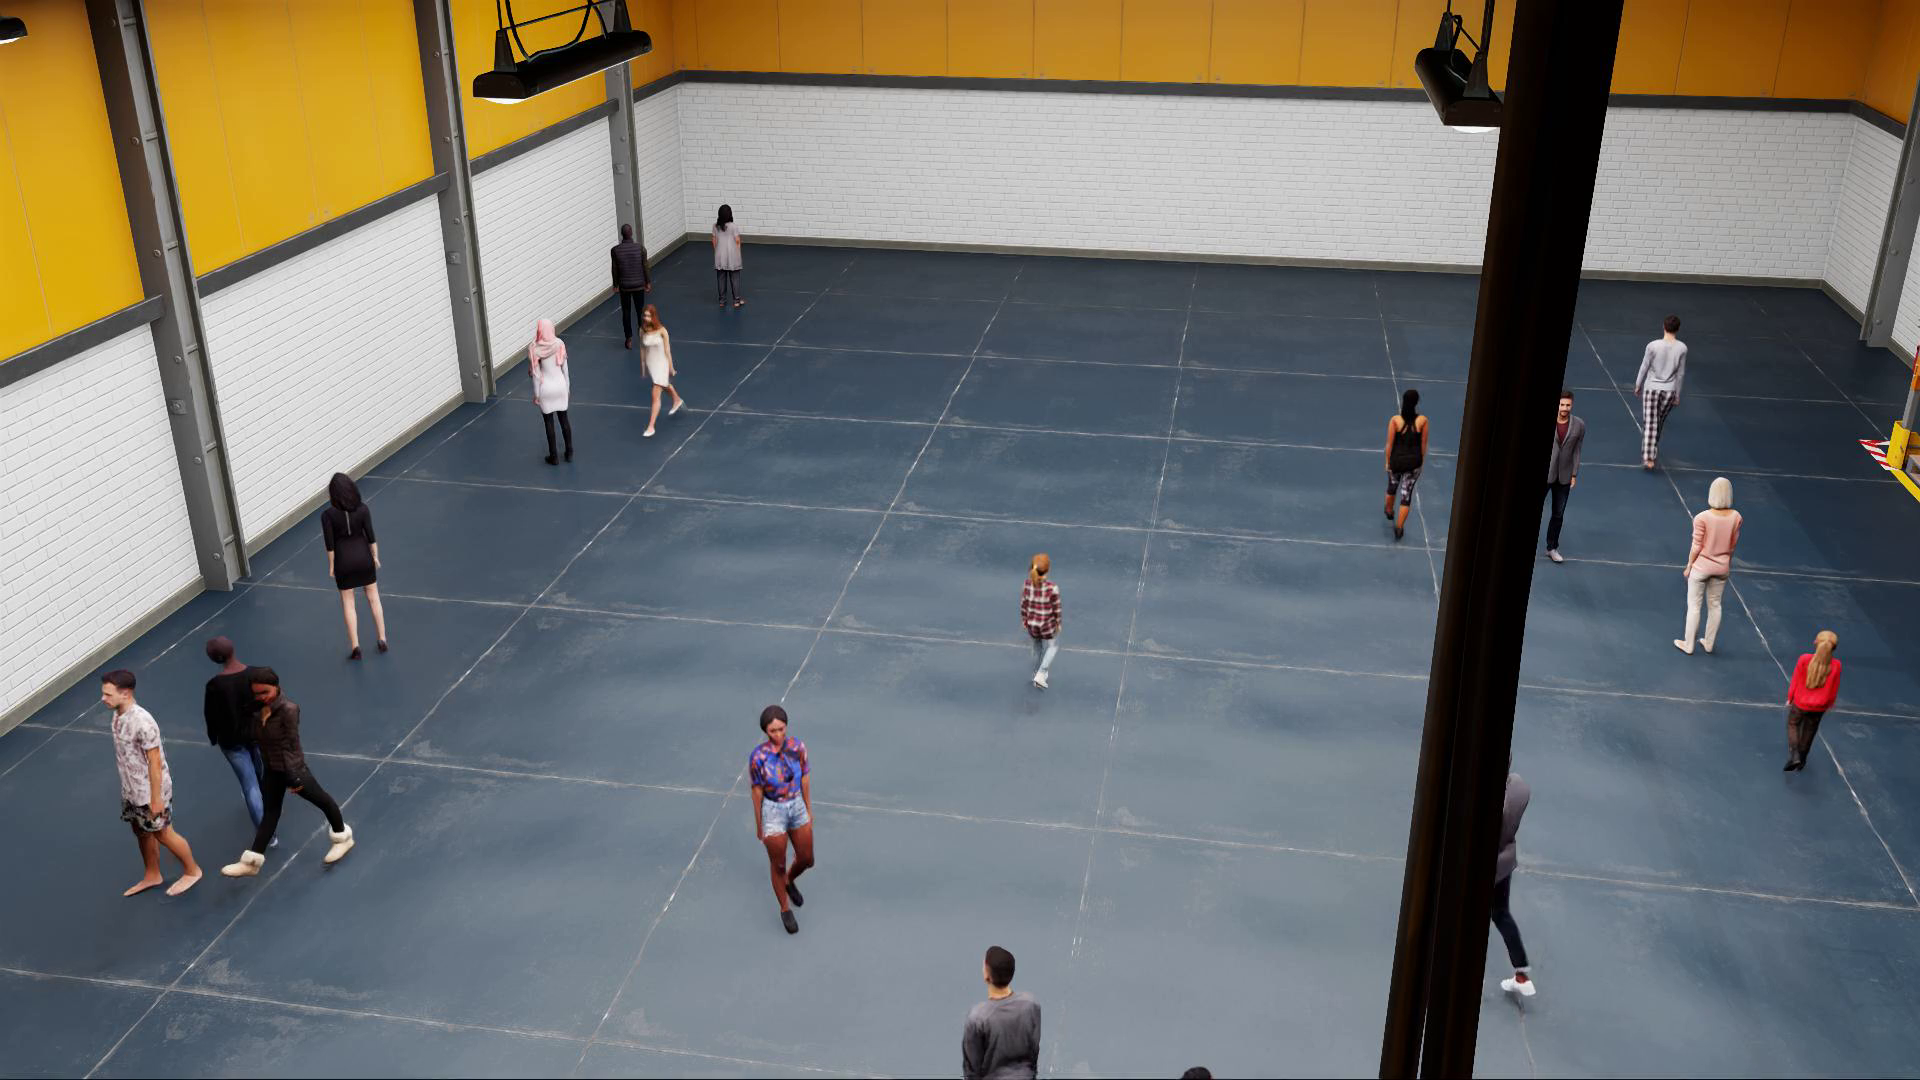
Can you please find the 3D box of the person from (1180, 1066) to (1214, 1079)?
[{"bbox_3d":[1.237,3.346,8.907,0.637,1.255,0.573,-15,28,-30],"label":"person"}]

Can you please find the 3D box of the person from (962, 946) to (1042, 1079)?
[{"bbox_3d":[0.255,3.020,9.036,0.839,1.750,0.933,-10,25,-21],"label":"person"}]

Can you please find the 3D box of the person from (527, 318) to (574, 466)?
[{"bbox_3d":[-4.901,-1.791,19.976,0.727,1.803,0.779,-14,27,-30],"label":"person"}]

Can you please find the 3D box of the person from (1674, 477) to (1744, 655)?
[{"bbox_3d":[6.955,0.239,15.431,0.646,1.724,0.597,-2,24,-4],"label":"person"}]

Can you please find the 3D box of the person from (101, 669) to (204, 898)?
[{"bbox_3d":[-5.807,1.722,11.922,0.849,1.816,0.904,20,31,39],"label":"person"}]

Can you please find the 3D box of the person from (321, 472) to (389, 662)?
[{"bbox_3d":[-5.579,0.250,15.307,0.669,1.803,0.707,-13,27,-27],"label":"person"}]

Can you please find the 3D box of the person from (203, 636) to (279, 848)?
[{"bbox_3d":[-5.344,1.540,12.474,1.002,1.708,0.999,-19,30,-37],"label":"person"}]

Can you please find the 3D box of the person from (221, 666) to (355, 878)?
[{"bbox_3d":[-5.001,1.765,12.077,0.931,1.613,1.222,11,26,24],"label":"person"}]

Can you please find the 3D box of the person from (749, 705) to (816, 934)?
[{"bbox_3d":[-1.262,1.902,11.613,0.760,1.735,0.820,-12,26,-26],"label":"person"}]

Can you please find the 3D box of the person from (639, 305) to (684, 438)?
[{"bbox_3d":[-3.782,-2.190,21.106,0.766,1.629,1.367,10,25,21],"label":"person"}]

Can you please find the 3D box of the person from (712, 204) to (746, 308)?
[{"bbox_3d":[-3.710,-4.540,26.505,0.645,1.610,0.665,6,24,14],"label":"person"}]

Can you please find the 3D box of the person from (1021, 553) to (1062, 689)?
[{"bbox_3d":[0.707,0.751,14.791,0.626,1.298,0.691,12,26,25],"label":"person"}]

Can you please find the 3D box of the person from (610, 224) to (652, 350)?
[{"bbox_3d":[-4.818,-3.724,24.356,0.769,1.836,0.695,-4,24,-9],"label":"person"}]

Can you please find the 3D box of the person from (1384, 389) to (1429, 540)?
[{"bbox_3d":[4.802,-0.808,17.930,0.581,1.639,0.955,5,24,11],"label":"person"}]

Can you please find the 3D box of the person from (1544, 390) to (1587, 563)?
[{"bbox_3d":[6.176,-0.678,17.340,0.690,1.874,0.614,2,24,5],"label":"person"}]

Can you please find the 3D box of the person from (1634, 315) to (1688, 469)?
[{"bbox_3d":[8.352,-1.730,19.845,0.680,1.795,1.143,6,24,13],"label":"person"}]

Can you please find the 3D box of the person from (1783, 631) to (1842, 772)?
[{"bbox_3d":[6.894,1.336,13.485,0.562,1.272,0.721,8,25,18],"label":"person"}]
